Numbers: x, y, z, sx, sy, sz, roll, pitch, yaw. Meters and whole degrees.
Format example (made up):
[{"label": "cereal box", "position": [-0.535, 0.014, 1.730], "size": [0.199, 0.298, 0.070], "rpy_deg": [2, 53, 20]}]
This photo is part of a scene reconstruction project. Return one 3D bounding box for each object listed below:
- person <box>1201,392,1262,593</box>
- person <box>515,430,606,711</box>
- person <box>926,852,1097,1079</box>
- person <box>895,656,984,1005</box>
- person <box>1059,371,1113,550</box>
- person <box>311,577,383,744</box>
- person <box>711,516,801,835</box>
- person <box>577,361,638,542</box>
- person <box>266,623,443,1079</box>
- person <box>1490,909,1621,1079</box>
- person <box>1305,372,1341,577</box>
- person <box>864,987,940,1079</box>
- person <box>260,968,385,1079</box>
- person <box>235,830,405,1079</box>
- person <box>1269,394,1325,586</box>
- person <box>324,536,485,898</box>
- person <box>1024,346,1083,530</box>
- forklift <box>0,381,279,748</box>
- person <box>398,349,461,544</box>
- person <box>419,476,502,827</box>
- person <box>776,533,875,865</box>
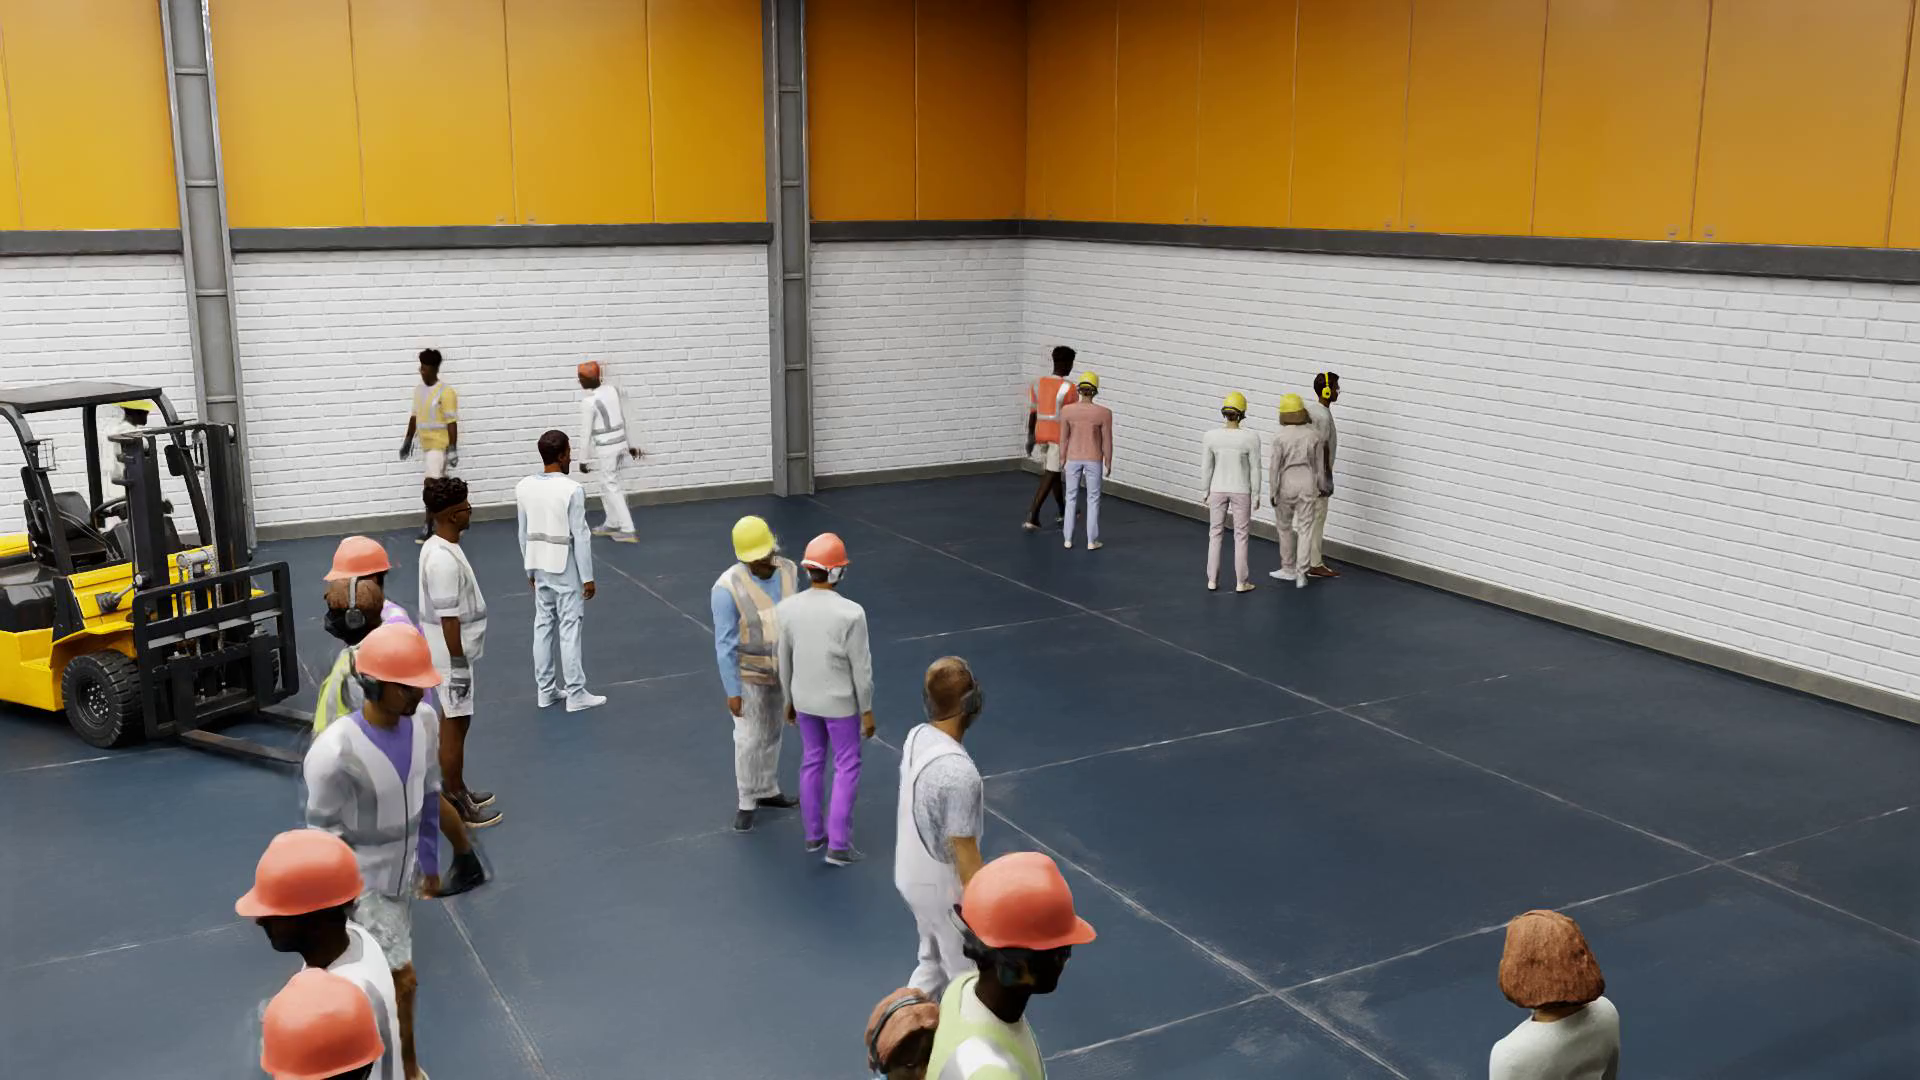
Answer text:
[{"label": "person", "position": [2.376, -0.413, 14.547], "size": [0.533, 1.768, 0.310], "rpy_deg": [5, 13, 22]}, {"label": "person", "position": [-2.730, 0.210, 11.264], "size": [0.587, 1.920, 0.390], "rpy_deg": [7, 14, 29]}, {"label": "person", "position": [0.128, 1.715, 3.963], "size": [0.464, 2.030, 0.623], "rpy_deg": [1, 12, 3]}, {"label": "person", "position": [-0.045, 1.340, 6.194], "size": [0.447, 1.823, 0.647], "rpy_deg": [-4, 13, -20]}, {"label": "person", "position": [1.232, -0.771, 16.259], "size": [0.532, 1.755, 0.342], "rpy_deg": [3, 12, 15]}, {"label": "person", "position": [-2.657, 1.064, 7.448], "size": [0.429, 1.844, 0.624], "rpy_deg": [-4, 13, -16]}, {"label": "person", "position": [-1.096, 0.723, 9.180], "size": [0.439, 1.788, 0.651], "rpy_deg": [9, 15, 37]}, {"label": "person", "position": [-3.551, -0.878, 16.550], "size": [0.650, 1.833, 0.659], "rpy_deg": [4, 13, 19]}, {"label": "person", "position": [-2.305, 1.244, 6.300], "size": [0.914, 1.990, 0.623], "rpy_deg": [4, 13, 19]}, {"label": "person", "position": [1.595, 1.790, 4.553], "size": [0.502, 1.629, 0.289], "rpy_deg": [-8, 14, -33]}, {"label": "person", "position": [3.303, -0.603, 15.187], "size": [0.328, 1.874, 0.521], "rpy_deg": [-1, 12, -5]}, {"label": "person", "position": [-0.131, 1.872, 4.155], "size": [0.525, 1.631, 0.313], "rpy_deg": [-7, 14, -31]}, {"label": "person", "position": [-1.305, 1.841, 3.581], "size": [0.364, 1.934, 0.553], "rpy_deg": [11, 16, 41]}, {"label": "person", "position": [-1.588, 1.663, 4.445], "size": [0.633, 1.925, 0.558], "rpy_deg": [-4, 13, -19]}, {"label": "person", "position": [3.015, -0.450, 14.837], "size": [0.583, 1.720, 0.513], "rpy_deg": [-2, 12, -7]}, {"label": "person", "position": [-2.799, 0.908, 8.079], "size": [0.986, 1.892, 0.564], "rpy_deg": [-11, 17, -43]}, {"label": "person", "position": [0.977, -1.066, 17.292], "size": [0.983, 1.909, 0.630], "rpy_deg": [-12, 17, -43]}, {"label": "forklift", "position": [-5.853, 0.085, 11.199], "size": [2.313, 2.155, 1.214], "rpy_deg": [7, 14, 28]}, {"label": "person", "position": [-5.308, -0.949, 16.645], "size": [0.577, 1.937, 0.721], "rpy_deg": [-11, 17, -43]}, {"label": "person", "position": [-2.805, 0.615, 9.253], "size": [0.362, 1.966, 0.612], "rpy_deg": [-4, 13, -20]}, {"label": "person", "position": [-0.691, 0.827, 8.782], "size": [0.568, 1.757, 0.335], "rpy_deg": [8, 14, 32]}]
